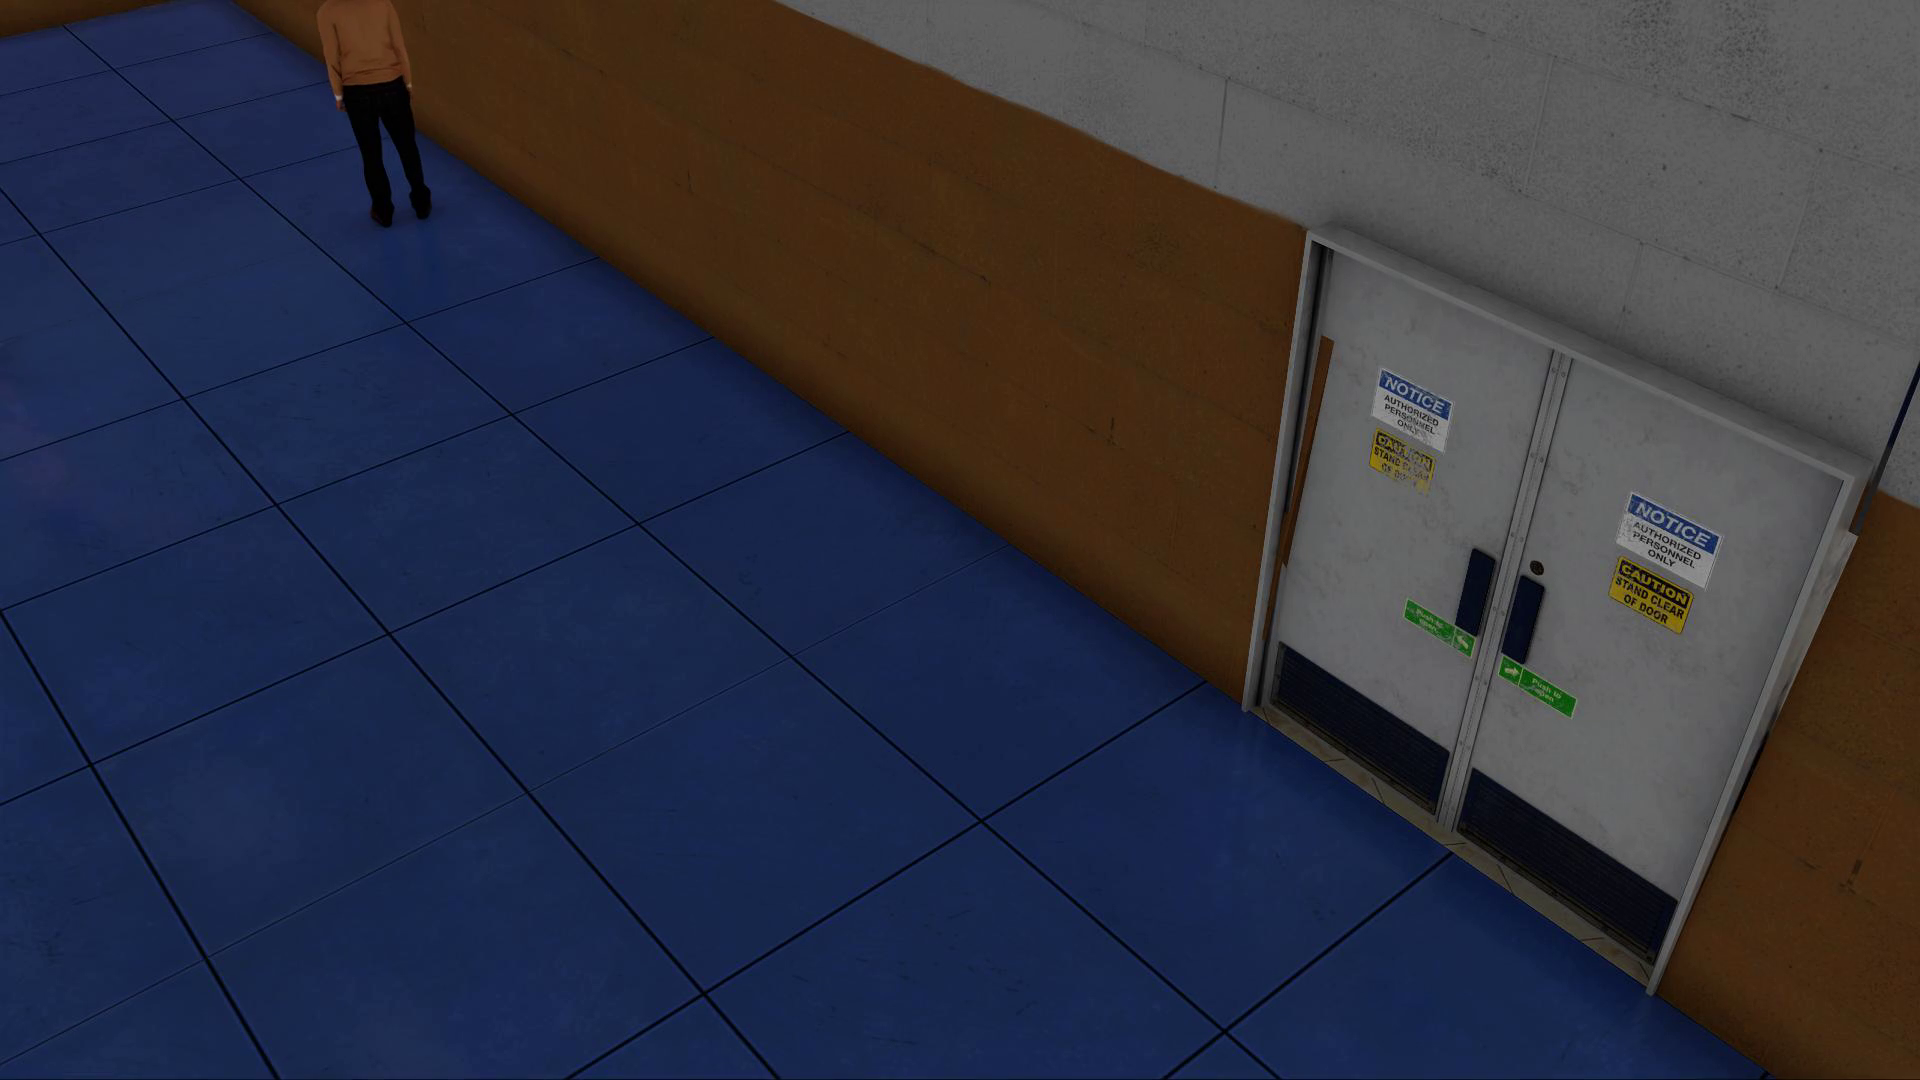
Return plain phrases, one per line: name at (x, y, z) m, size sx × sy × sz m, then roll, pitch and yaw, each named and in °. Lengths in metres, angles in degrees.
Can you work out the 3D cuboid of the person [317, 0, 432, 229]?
person at (-3.752, -2.872, 10.639) m, size 0.587 × 1.752 × 0.770 m, roll -17°, pitch 40°, yaw -22°
